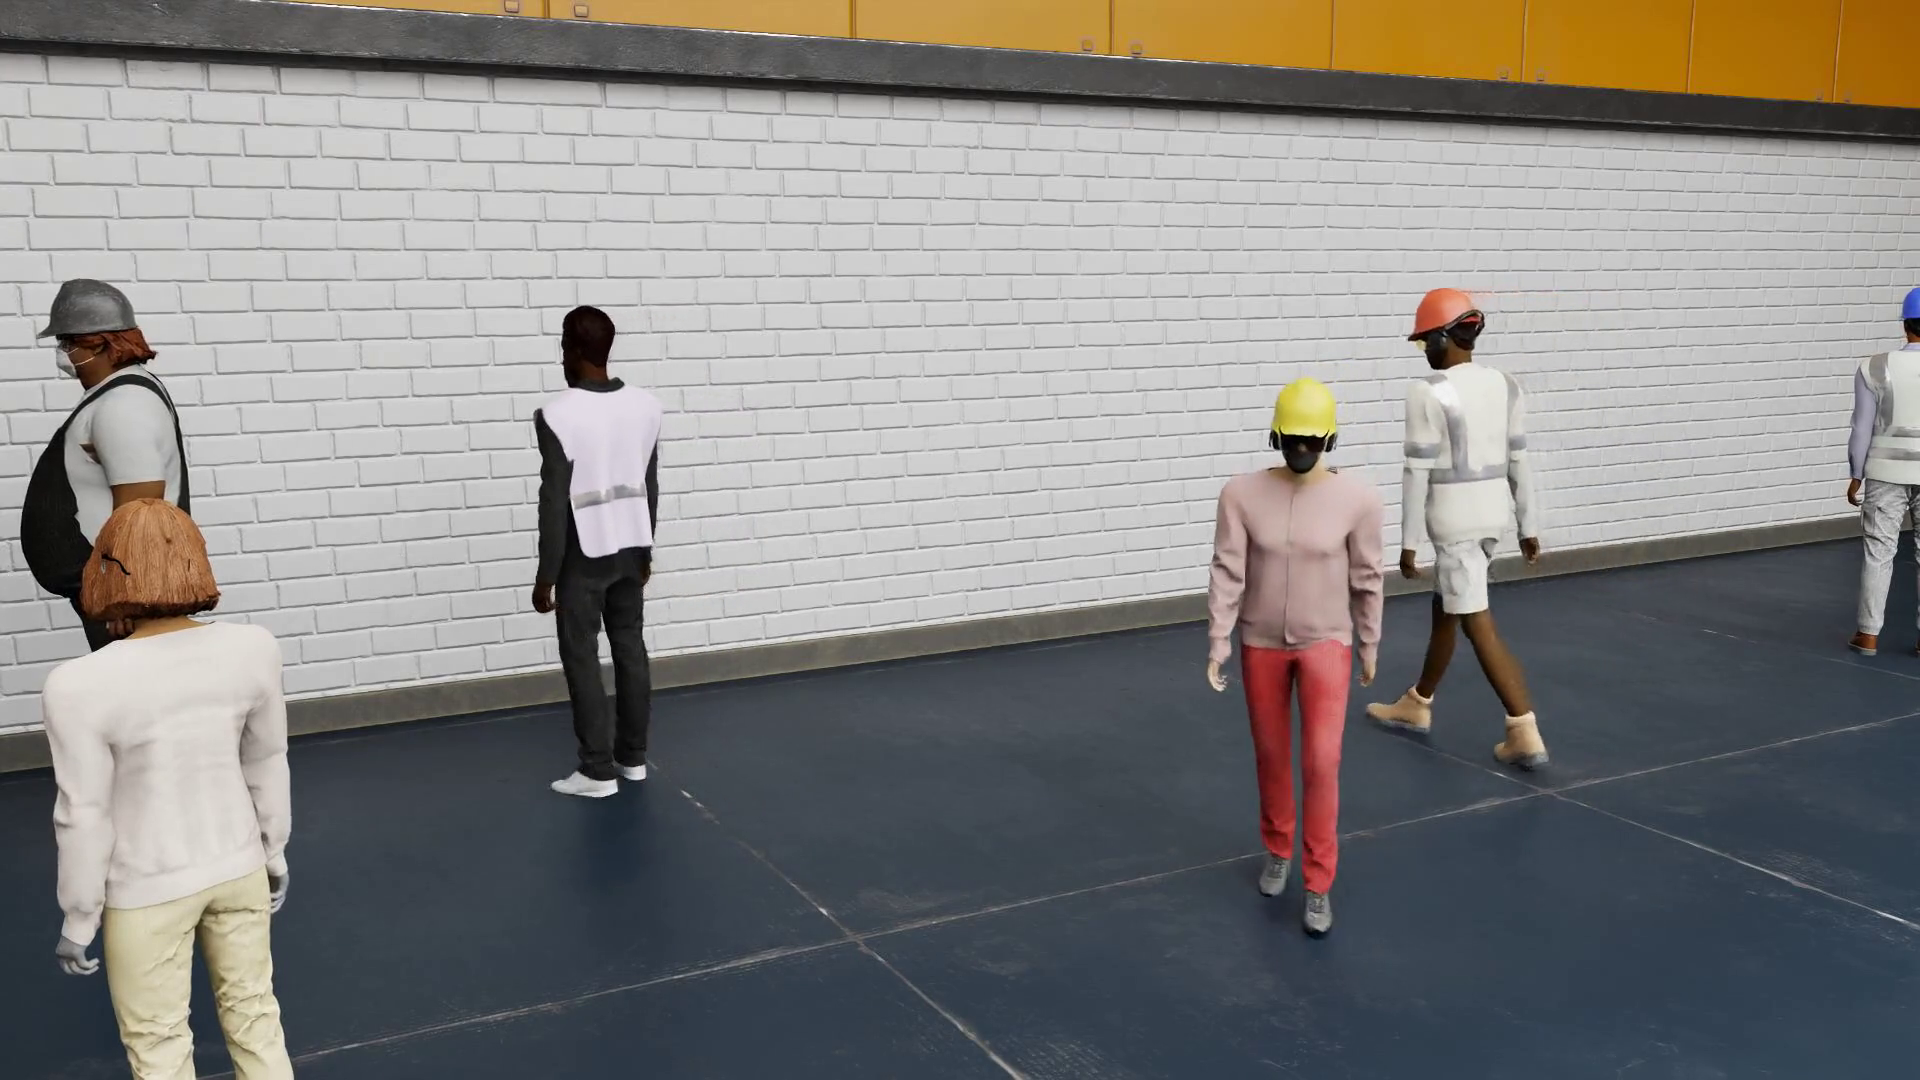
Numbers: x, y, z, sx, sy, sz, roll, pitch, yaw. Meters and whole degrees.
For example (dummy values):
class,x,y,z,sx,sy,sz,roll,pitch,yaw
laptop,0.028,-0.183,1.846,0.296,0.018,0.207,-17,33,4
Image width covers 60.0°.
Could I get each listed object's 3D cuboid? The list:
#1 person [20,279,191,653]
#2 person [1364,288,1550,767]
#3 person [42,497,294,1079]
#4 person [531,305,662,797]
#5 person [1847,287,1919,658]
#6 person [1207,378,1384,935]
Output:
class,x,y,z,sx,sy,sz,roll,pitch,yaw
person,-3.003,0.098,5.880,0.537,2.000,0.689,-4,11,-23
person,2.159,-0.054,6.999,0.671,1.989,1.013,-7,12,-33
person,-1.613,0.724,3.445,0.279,1.633,0.505,6,12,33
person,-1.411,0.048,6.531,0.408,1.922,0.592,7,12,36
person,4.964,-0.344,8.689,0.605,1.949,0.384,4,11,21
person,1.050,0.356,5.278,0.532,1.736,0.711,4,10,20
